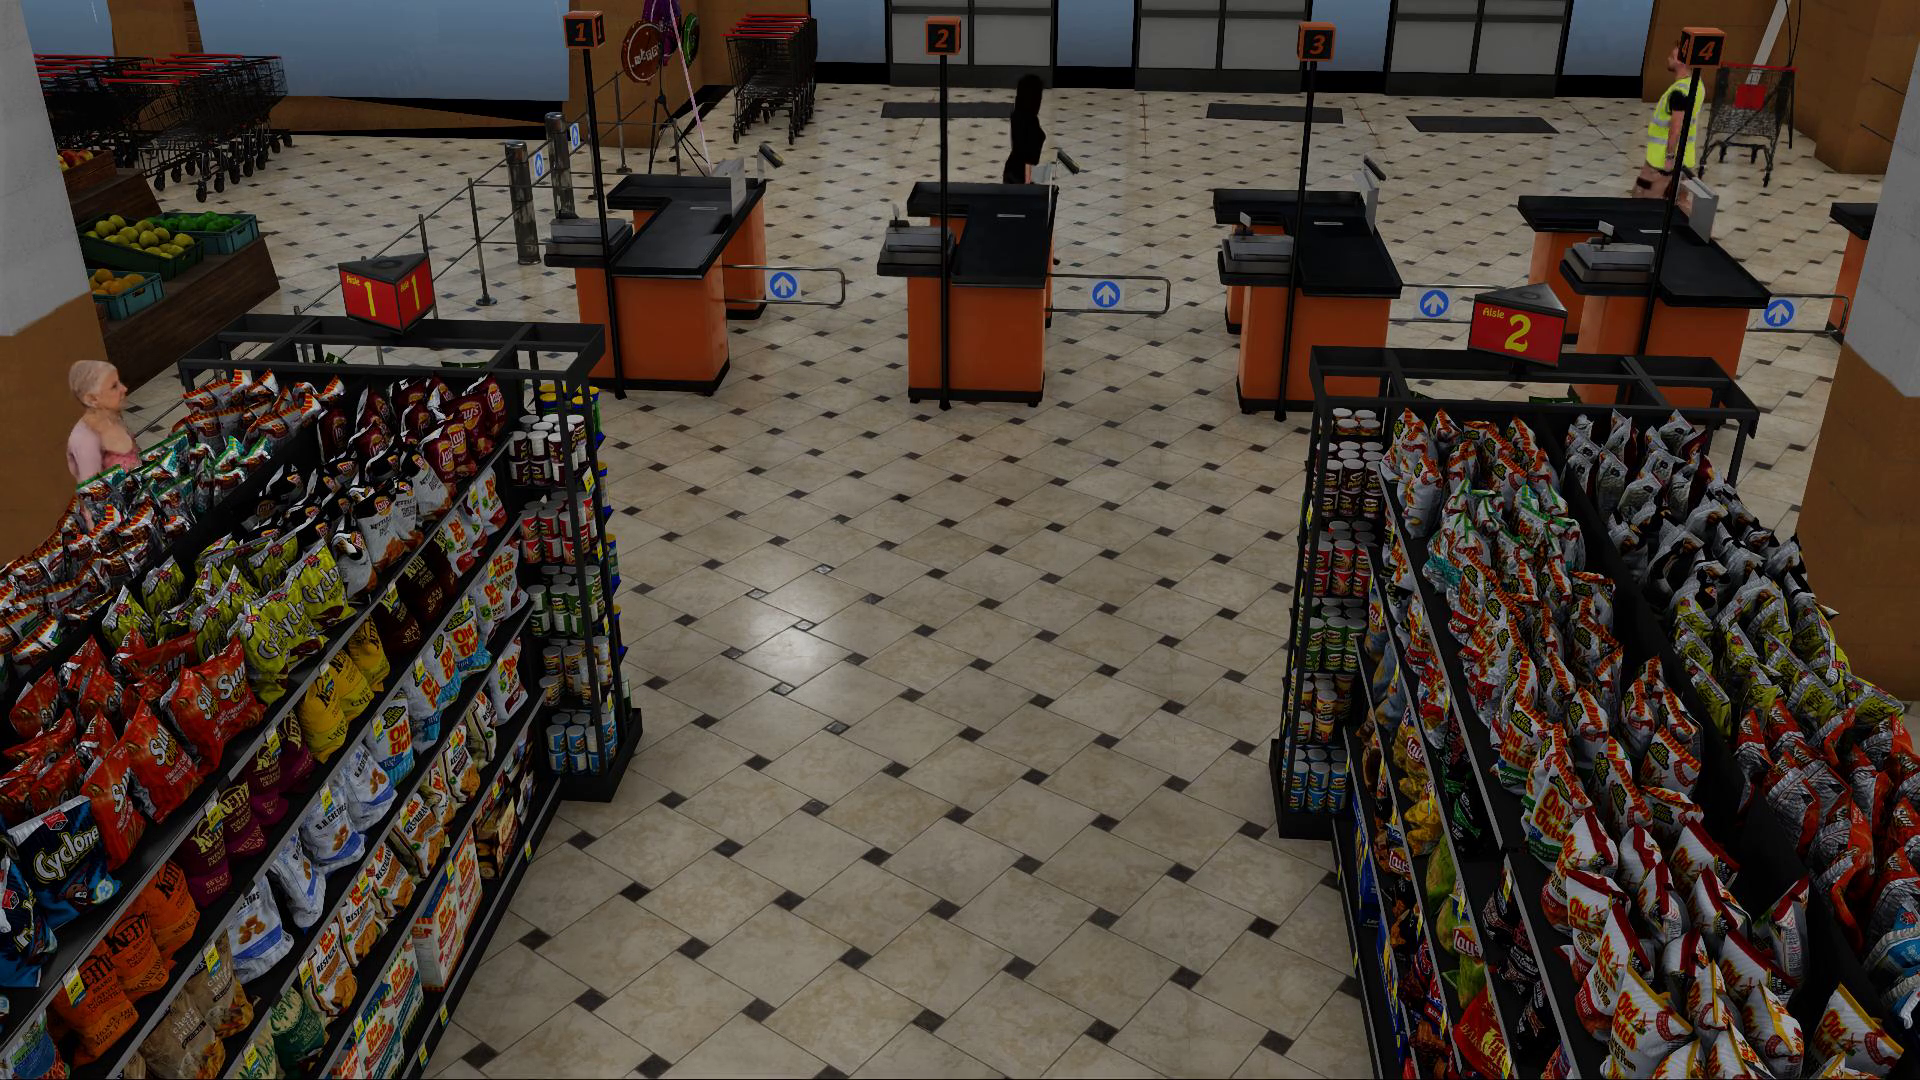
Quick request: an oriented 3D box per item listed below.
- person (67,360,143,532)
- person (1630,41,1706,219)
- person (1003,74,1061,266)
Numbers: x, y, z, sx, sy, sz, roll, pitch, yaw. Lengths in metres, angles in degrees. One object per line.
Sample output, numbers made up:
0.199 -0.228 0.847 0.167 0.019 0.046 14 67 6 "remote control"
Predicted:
-3.934 -0.007 7.641 0.803 1.671 0.842 -6 27 -11 "person"
5.910 -3.164 13.700 1.156 1.822 1.167 21 34 36 "person"
0.427 -2.899 13.414 1.086 1.606 1.079 -18 32 -31 "person"
